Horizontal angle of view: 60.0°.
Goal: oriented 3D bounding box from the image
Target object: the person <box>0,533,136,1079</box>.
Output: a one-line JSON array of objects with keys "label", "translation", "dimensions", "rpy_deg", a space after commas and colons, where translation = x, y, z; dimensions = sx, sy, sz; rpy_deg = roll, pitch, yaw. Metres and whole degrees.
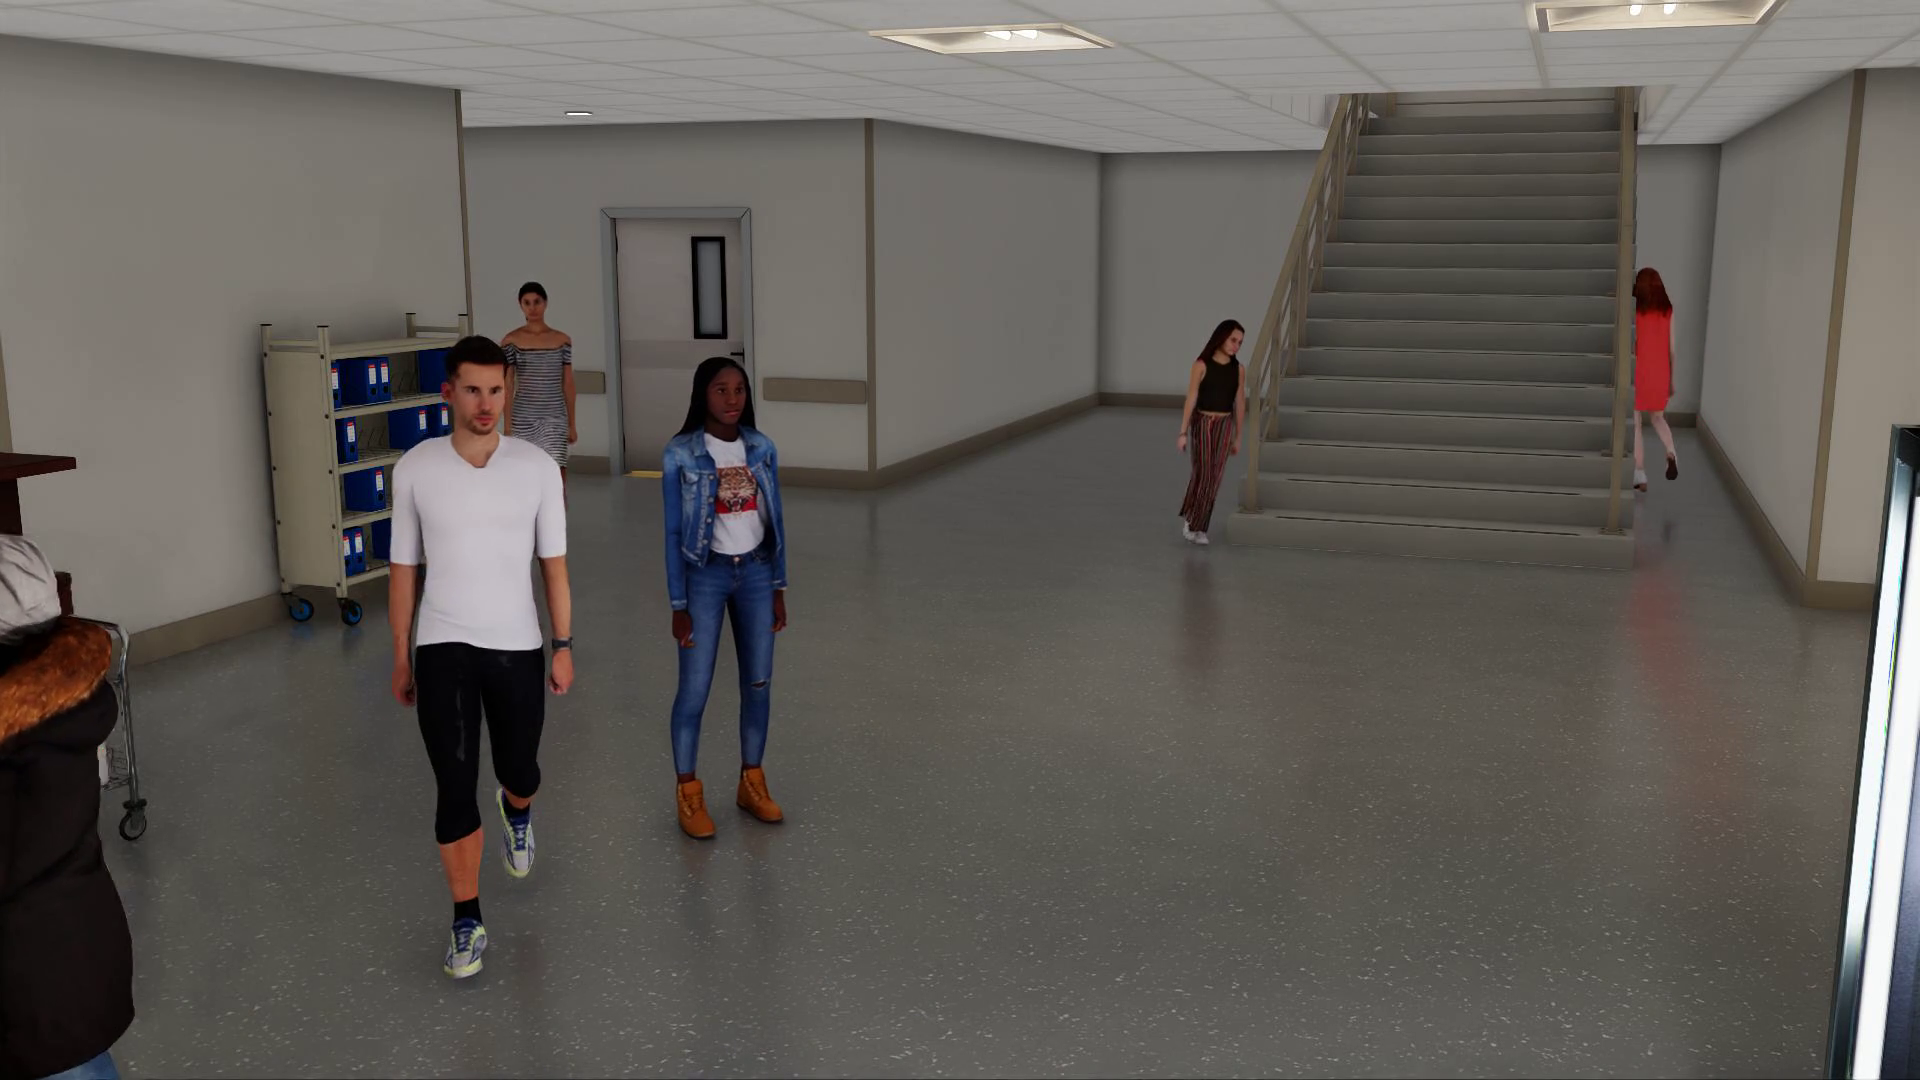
[{"label": "person", "translation": [-1.610, 0.806, 3.052], "dimensions": [1.054, 1.594, 1.065], "rpy_deg": [-3, 11, -15]}]

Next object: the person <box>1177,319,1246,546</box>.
[{"label": "person", "translation": [1.704, -0.730, 11.308], "dimensions": [0.705, 1.533, 0.732], "rpy_deg": [0, 11, -1]}]

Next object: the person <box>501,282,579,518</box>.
[{"label": "person", "translation": [-2.641, -0.682, 10.412], "dimensions": [1.014, 1.773, 1.160], "rpy_deg": [-3, 11, -18]}]

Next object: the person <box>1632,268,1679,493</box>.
[{"label": "person", "translation": [5.525, -1.240, 13.271], "dimensions": [0.838, 1.803, 1.023], "rpy_deg": [0, 11, -1]}]

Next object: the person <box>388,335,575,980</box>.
[{"label": "person", "translation": [-1.442, 0.312, 5.040], "dimensions": [1.070, 1.823, 1.217], "rpy_deg": [-3, 11, -13]}]

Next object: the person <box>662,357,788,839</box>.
[{"label": "person", "translation": [-0.845, 0.198, 5.953], "dimensions": [0.674, 1.707, 0.751], "rpy_deg": [-6, 12, -30]}]
